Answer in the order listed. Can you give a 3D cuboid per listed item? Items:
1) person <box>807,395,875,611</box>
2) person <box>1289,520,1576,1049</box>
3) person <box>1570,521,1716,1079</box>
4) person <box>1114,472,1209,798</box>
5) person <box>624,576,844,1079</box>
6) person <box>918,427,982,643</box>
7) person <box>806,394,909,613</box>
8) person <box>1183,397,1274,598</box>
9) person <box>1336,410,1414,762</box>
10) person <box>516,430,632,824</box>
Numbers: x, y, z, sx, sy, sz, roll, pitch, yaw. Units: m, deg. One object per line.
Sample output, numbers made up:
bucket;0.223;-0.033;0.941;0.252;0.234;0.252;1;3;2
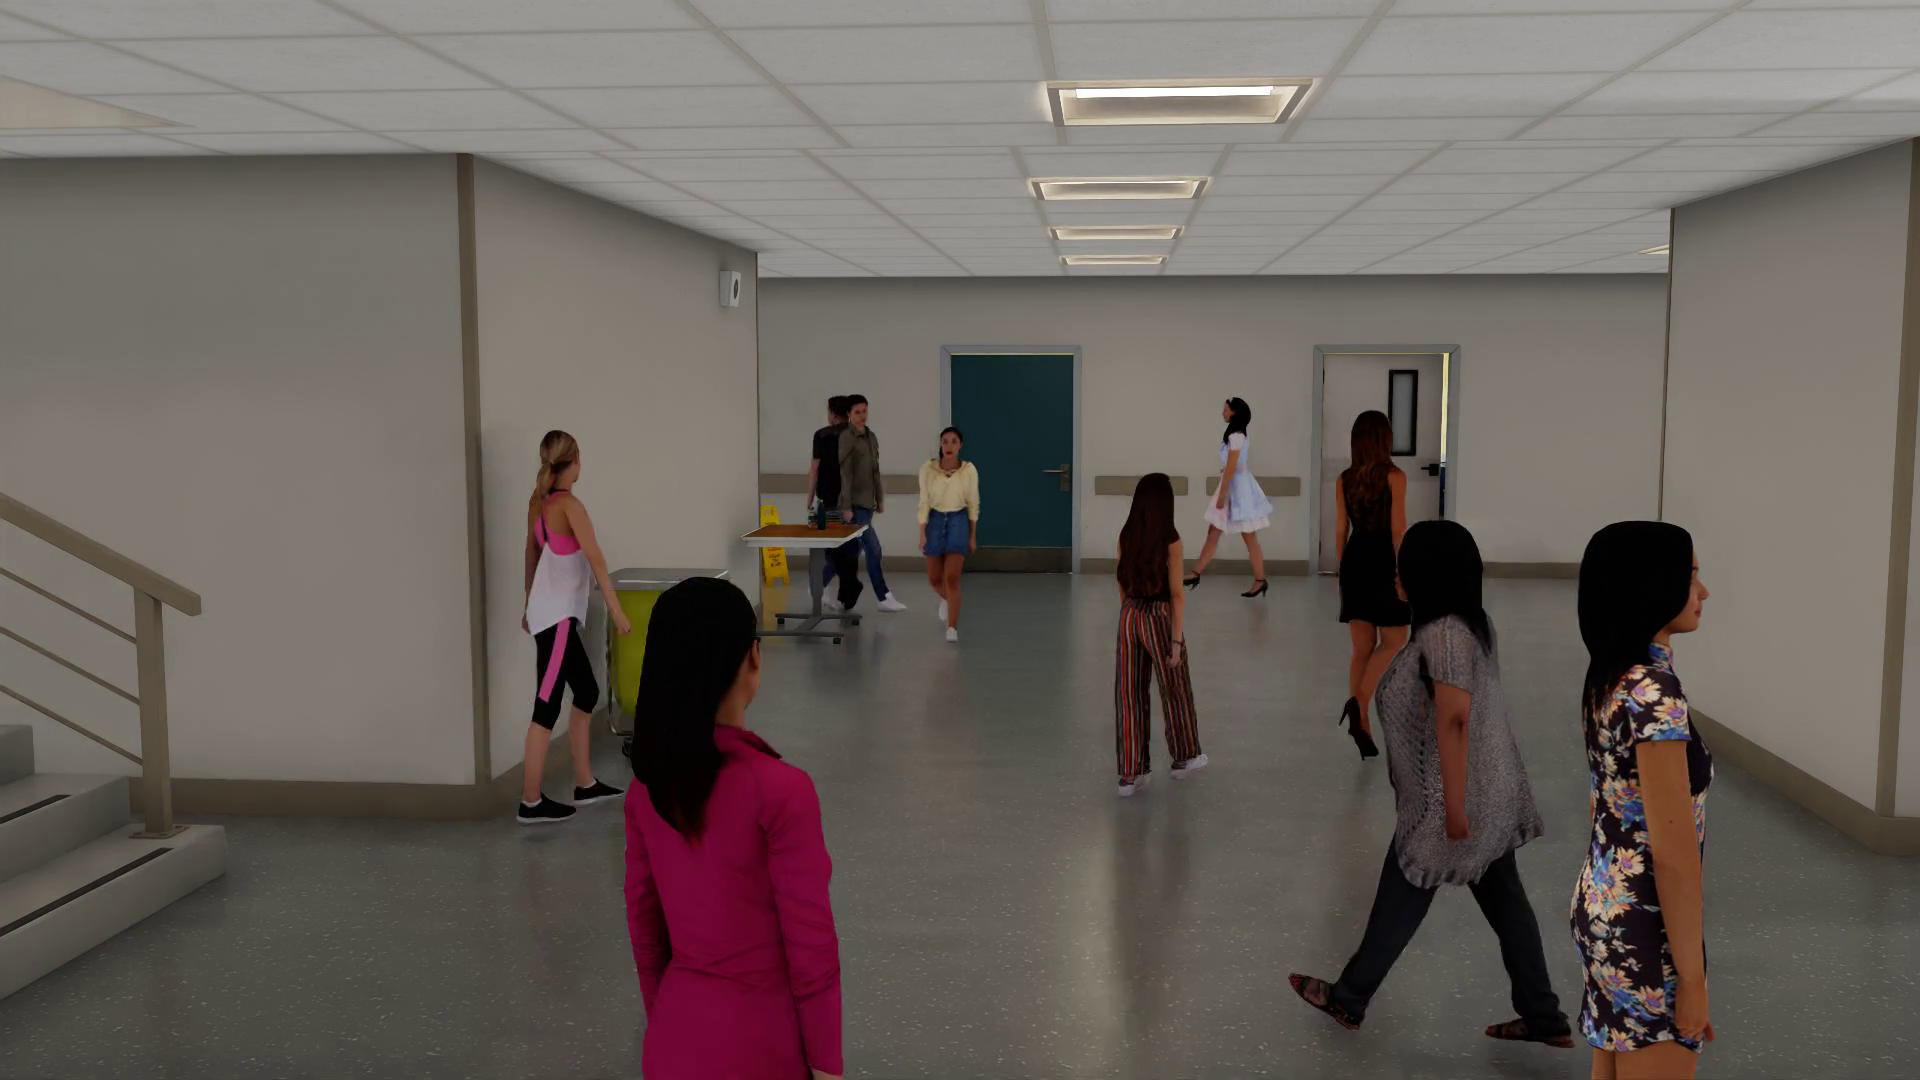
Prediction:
person;-0.997;-0.293;14.087;1.211;1.818;1.165;-3;6;-25
person;1.542;0.757;4.911;1.152;1.566;0.947;4;7;33
person;1.393;0.823;3.416;0.516;1.733;0.585;1;6;6
person;0.866;0.461;7.997;0.932;1.536;0.901;4;7;34
person;-0.433;0.922;2.705;0.988;1.678;0.978;5;7;40
person;-0.092;-0.044;12.638;0.825;1.612;0.688;1;6;5
person;-0.939;-0.285;13.917;1.256;1.836;0.943;2;6;17
person;2.555;-0.345;14.782;1.124;1.782;0.688;1;6;9
person;2.086;0.254;8.614;0.796;1.825;0.850;5;8;42
person;-1.897;0.404;7.458;0.933;1.758;0.866;-3;7;-30
